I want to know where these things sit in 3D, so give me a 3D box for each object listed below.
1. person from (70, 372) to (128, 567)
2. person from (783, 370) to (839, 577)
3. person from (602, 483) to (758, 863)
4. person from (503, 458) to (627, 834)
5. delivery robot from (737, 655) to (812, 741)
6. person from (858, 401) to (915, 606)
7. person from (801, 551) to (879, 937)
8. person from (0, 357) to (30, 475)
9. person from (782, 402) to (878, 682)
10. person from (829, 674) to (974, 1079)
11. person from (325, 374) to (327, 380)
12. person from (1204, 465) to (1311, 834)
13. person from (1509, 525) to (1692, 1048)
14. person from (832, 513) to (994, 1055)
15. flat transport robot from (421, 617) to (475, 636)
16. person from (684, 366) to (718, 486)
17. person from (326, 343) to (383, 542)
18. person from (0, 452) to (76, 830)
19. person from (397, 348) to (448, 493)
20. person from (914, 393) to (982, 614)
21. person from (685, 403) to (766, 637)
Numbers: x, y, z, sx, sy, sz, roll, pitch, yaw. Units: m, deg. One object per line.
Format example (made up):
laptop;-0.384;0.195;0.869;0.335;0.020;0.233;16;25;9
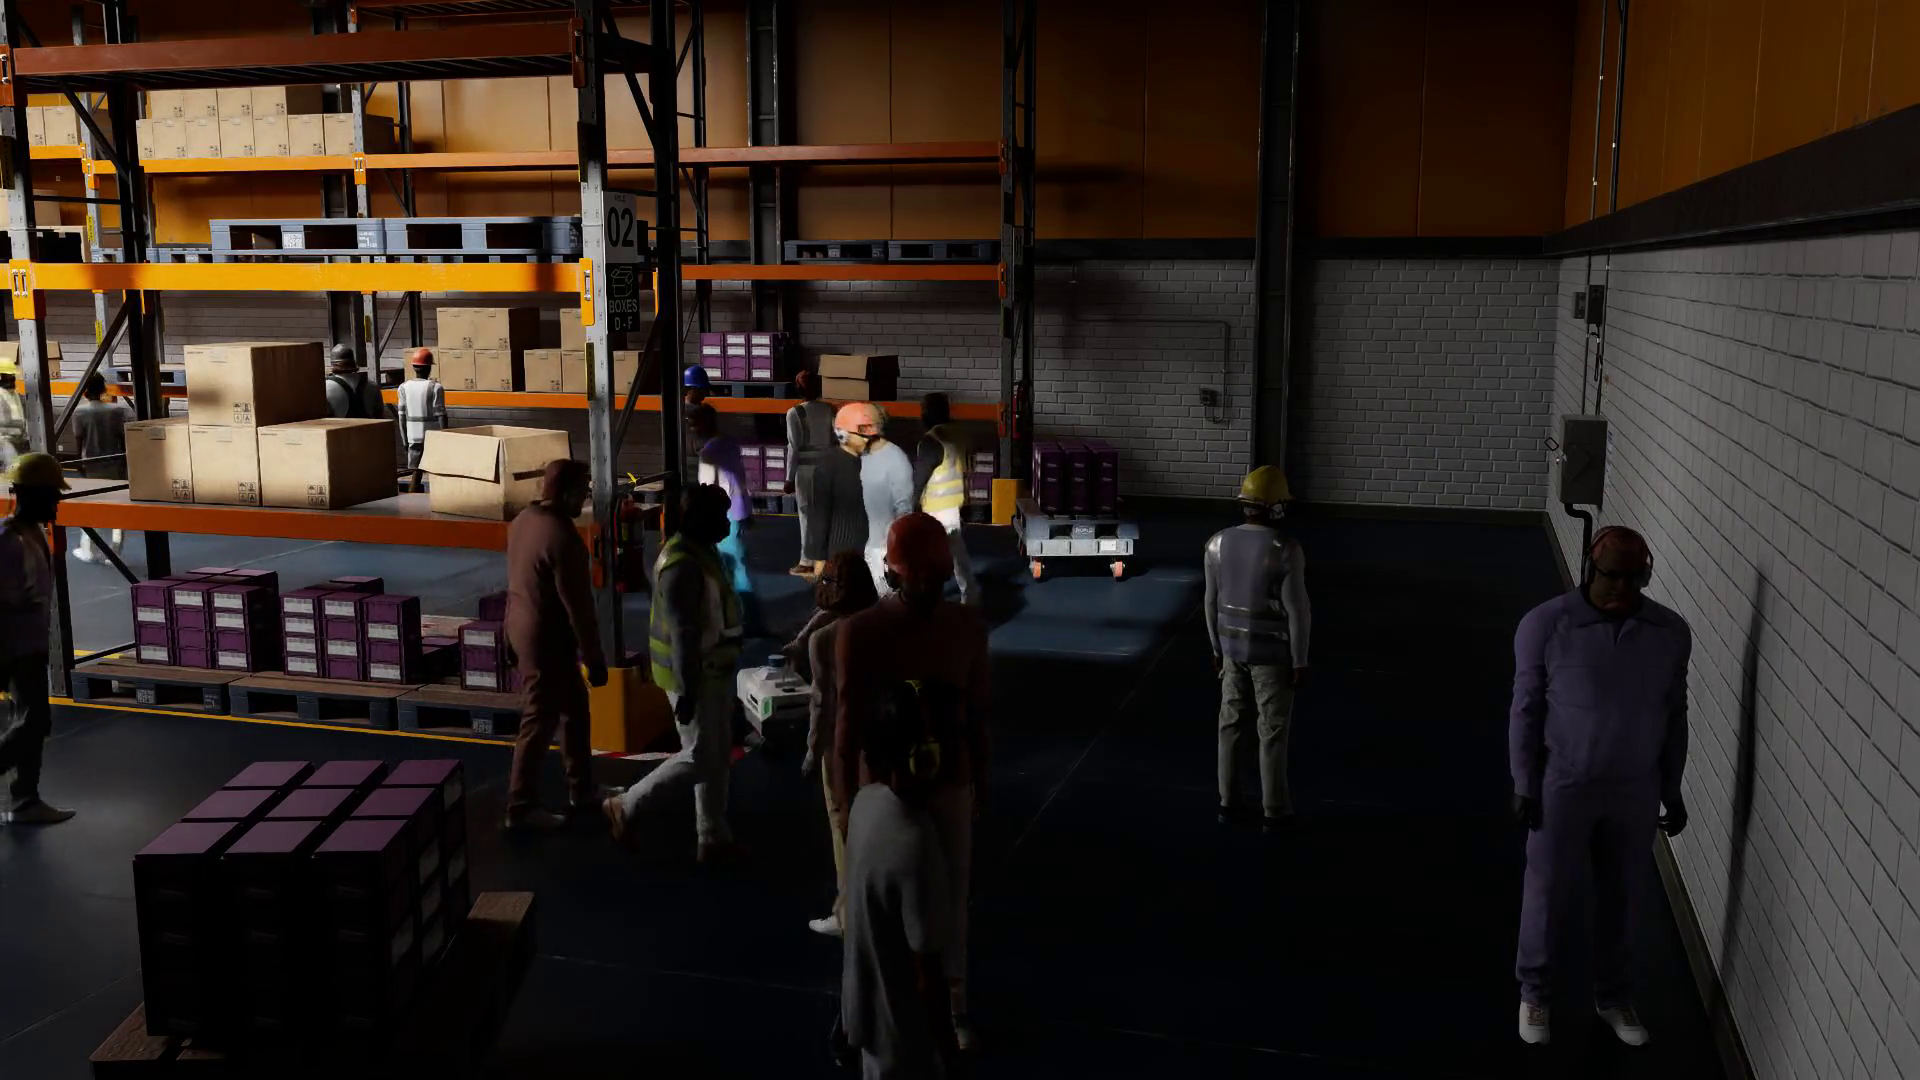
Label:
person;-8.172;-0.685;15.745;0.865;1.837;0.547;9;13;42
person;-1.354;-0.608;15.148;0.573;1.887;0.355;-9;13;-43
person;-1.304;0.639;7.762;0.624;1.820;0.649;0;9;0
person;-1.945;0.517;8.323;0.804;1.870;0.660;-6;11;-32
delivery robot;-1.060;0.911;9.658;0.477;0.478;0.707;-3;10;-20
person;-0.541;0.050;10.988;0.356;1.936;0.635;-7;11;-35
person;-0.459;0.854;7.003;0.278;1.634;0.499;8;12;40
person;-10.591;-1.125;18.519;0.457;1.811;0.614;-1;9;-5
person;-0.805;0.050;10.997;0.978;1.949;0.623;5;11;30
person;-0.110;1.229;4.161;1.007;1.820;0.543;-2;10;-14
person;-7.866;-1.401;19.999;0.357;1.881;0.574;8;12;40
person;1.503;0.542;8.302;0.586;1.835;0.403;9;13;44
person;2.305;0.888;5.993;0.640;1.902;0.407;0;9;2
person;-0.198;0.844;6.043;0.639;1.970;0.728;-5;10;-26
flat transport robot;-3.787;0.713;12.009;1.431;0.197;0.652;3;10;15
person;-2.333;-0.559;14.667;0.384;1.949;0.605;6;11;33
person;-6.308;-1.007;17.116;0.535;2.000;0.686;9;13;43
person;-4.690;0.513;8.290;0.586;1.896;0.619;-3;10;-15
person;-5.767;-1.098;17.976;0.552;1.937;0.359;2;10;12
person;-0.214;-0.285;13.469;0.944;1.788;0.633;3;10;17
person;-1.900;-0.147;12.645;0.933;1.784;0.648;2;9;11
